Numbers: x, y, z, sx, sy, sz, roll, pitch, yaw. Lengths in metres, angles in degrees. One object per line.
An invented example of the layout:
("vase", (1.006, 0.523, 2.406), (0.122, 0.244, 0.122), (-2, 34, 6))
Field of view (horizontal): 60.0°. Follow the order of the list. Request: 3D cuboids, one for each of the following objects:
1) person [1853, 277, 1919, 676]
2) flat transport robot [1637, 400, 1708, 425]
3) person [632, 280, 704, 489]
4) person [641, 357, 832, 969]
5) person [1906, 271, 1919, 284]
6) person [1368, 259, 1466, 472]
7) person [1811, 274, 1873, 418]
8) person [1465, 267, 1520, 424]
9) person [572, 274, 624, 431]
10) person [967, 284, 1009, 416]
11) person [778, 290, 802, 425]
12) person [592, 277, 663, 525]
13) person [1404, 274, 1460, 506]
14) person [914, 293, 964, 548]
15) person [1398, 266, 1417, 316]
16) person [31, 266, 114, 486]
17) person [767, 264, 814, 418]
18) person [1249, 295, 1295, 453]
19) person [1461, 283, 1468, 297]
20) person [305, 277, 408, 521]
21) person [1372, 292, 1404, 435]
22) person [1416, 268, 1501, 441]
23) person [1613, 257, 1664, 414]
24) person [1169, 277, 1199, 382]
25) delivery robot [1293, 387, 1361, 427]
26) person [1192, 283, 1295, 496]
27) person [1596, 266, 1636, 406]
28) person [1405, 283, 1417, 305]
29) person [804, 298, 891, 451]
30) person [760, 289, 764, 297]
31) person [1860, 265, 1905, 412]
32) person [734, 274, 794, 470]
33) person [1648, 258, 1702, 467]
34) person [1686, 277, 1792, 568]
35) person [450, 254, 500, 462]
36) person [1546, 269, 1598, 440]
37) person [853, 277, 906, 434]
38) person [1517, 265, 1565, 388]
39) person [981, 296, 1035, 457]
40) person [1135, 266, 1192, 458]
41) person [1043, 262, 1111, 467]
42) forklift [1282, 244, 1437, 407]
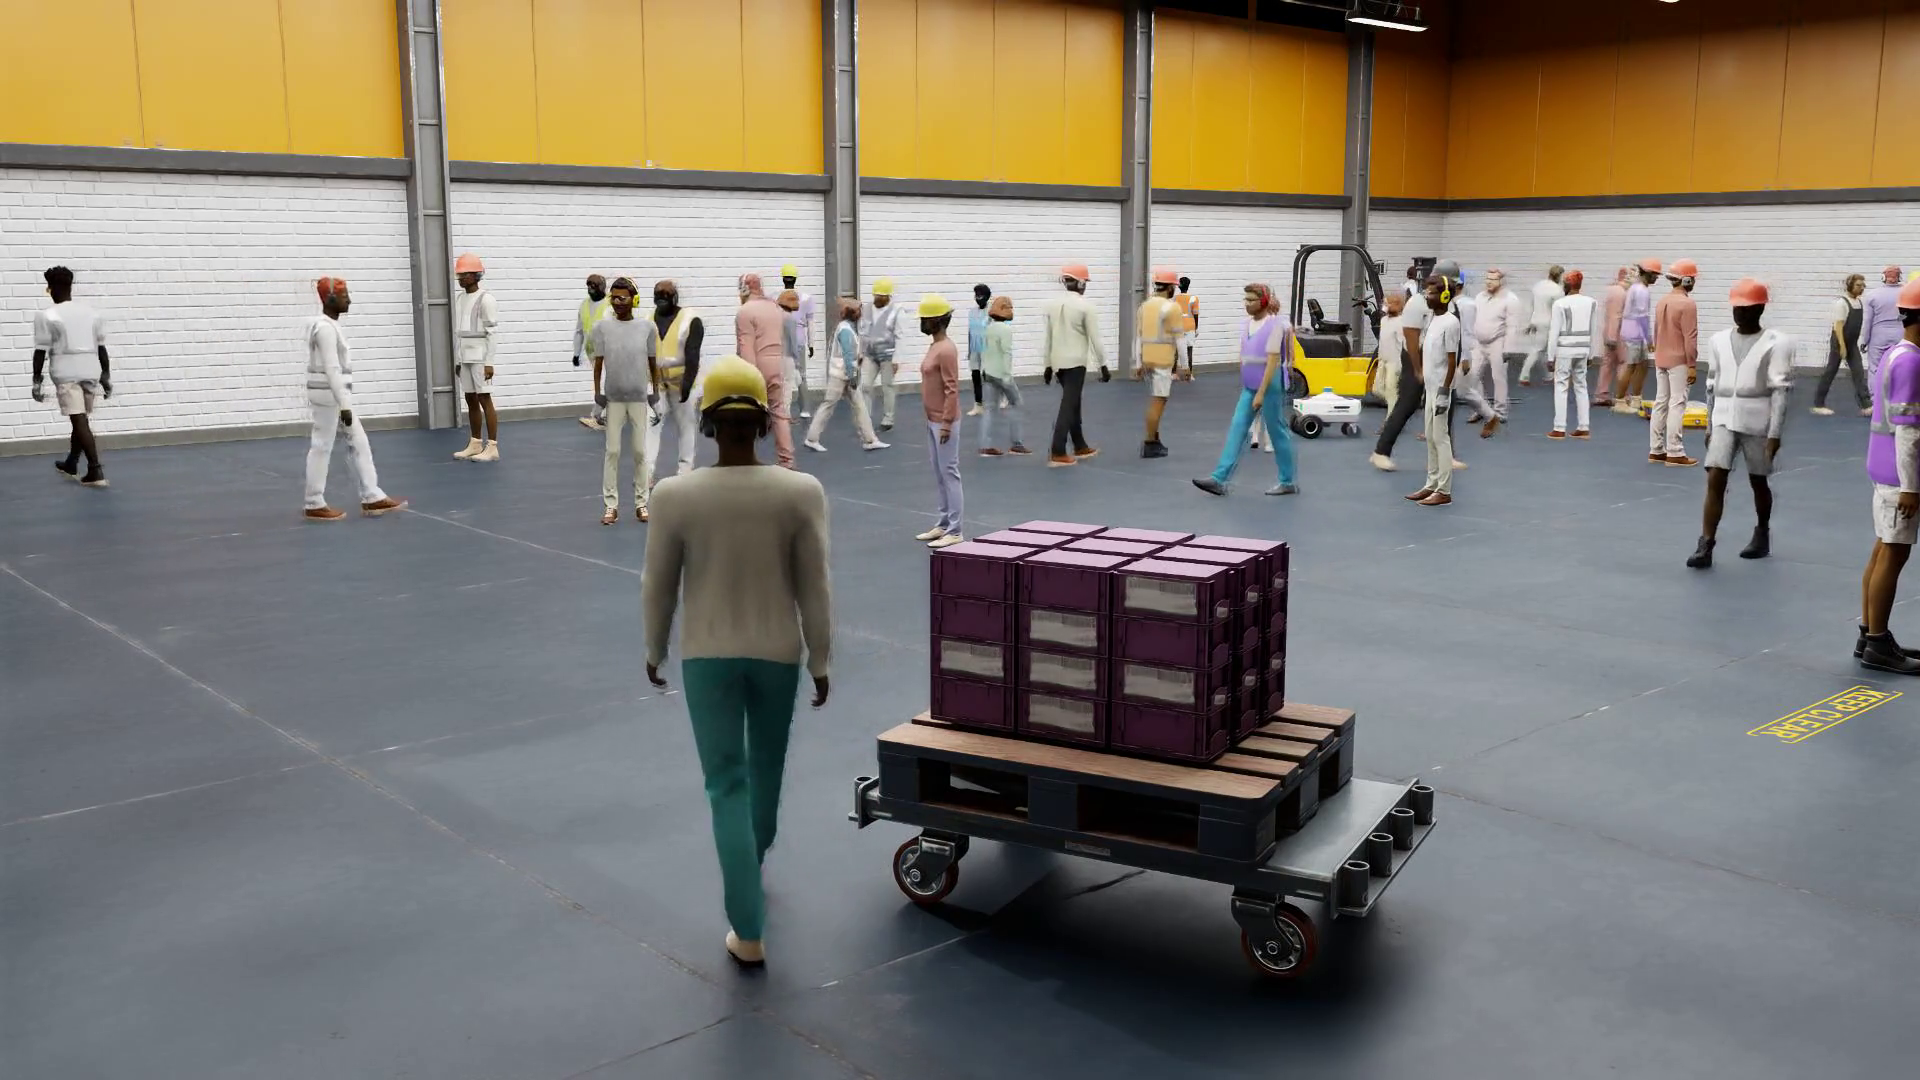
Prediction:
("person", (4.628, -0.319, 8.113), (0.361, 1.935, 0.552), (4, 11, 23))
("flat transport robot", (8.752, -1.550, 20.190), (0.652, 0.197, 1.431), (1, 10, 8))
("person", (-2.550, -1.325, 14.383), (0.627, 1.804, 0.883), (2, 10, 12))
("person", (-0.678, 0.322, 4.973), (0.532, 1.719, 0.910), (-3, 10, -18))
("person", (13.203, -2.822, 23.113), (0.596, 1.825, 0.403), (5, 11, 25))
("person", (4.385, -1.659, 15.650), (0.900, 2.000, 0.631), (-6, 12, -33))
("person", (11.206, -2.433, 20.899), (0.528, 1.792, 0.962), (-5, 11, -28))
("person", (6.364, -2.320, 19.965), (0.591, 1.884, 0.673), (-6, 12, -33))
("person", (-4.208, -2.178, 19.382), (0.655, 1.801, 0.936), (5, 11, 27))
("person", (0.342, -2.404, 21.073), (0.525, 1.686, 0.542), (-9, 13, -42))
("person", (-2.028, -2.190, 19.973), (0.355, 1.618, 0.527), (-4, 10, -22))
("person", (-2.513, -1.044, 12.591), (0.520, 1.859, 0.335), (-2, 10, -12))
("person", (3.869, -1.215, 13.542), (0.329, 1.875, 0.507), (0, 10, -2))
("person", (-0.151, -0.829, 11.602), (0.328, 1.765, 0.527), (-2, 10, -12))
("person", (8.255, -4.075, 30.394), (0.623, 1.840, 0.430), (-2, 10, -12))
("person", (-7.929, -1.446, 14.736), (0.974, 1.916, 0.621), (5, 11, 29))
("person", (-2.116, -2.471, 20.739), (0.593, 1.925, 0.384), (-2, 10, -10))
("person", (3.183, -1.710, 17.182), (0.528, 1.624, 0.484), (3, 10, 17))
("person", (7.304, -3.096, 24.484), (0.552, 1.904, 0.655), (8, 12, 38))
("person", (-4.648, -1.064, 12.703), (0.863, 1.852, 0.613), (-3, 10, -14))
("person", (4.901, -1.993, 18.810), (0.411, 1.620, 0.519), (-2, 10, -14))
("person", (5.494, -2.021, 18.156), (0.868, 1.917, 0.618), (-2, 10, -14))
("person", (8.701, -2.590, 21.168), (0.669, 2.010, 0.629), (3, 10, 16))
("person", (3.607, -3.402, 26.885), (0.531, 1.694, 0.320), (4, 11, 24))
("delivery robot", (4.109, -1.469, 18.608), (0.707, 0.478, 0.477), (0, 10, -2))
("person", (2.455, -1.242, 13.927), (0.972, 1.789, 0.562), (-4, 11, -24))
("person", (8.902, -2.713, 22.267), (0.656, 1.881, 0.664), (3, 10, 17))
("person", (7.161, -3.330, 25.915), (0.632, 1.879, 0.757), (0, 10, -2))
("person", (-1.208, -1.693, 17.175), (0.885, 1.594, 0.542), (1, 10, 7))
("person", (-2.538, -2.354, 20.883), (0.517, 1.645, 0.308), (-1, 10, -6))
("person", (11.914, -2.566, 21.371), (0.640, 1.904, 0.409), (3, 10, 16))
("person", (-1.906, -1.537, 15.501), (0.813, 1.857, 0.665), (5, 11, 29))
("person", (6.926, -1.709, 16.076), (0.375, 1.997, 0.612), (-2, 10, -9))
("person", (5.143, -0.769, 10.905), (0.987, 1.888, 0.562), (-9, 13, -42))
("person", (-4.805, -1.787, 16.400), (0.615, 2.041, 0.377), (8, 13, 40))
("person", (6.748, -2.038, 18.362), (0.582, 1.878, 0.350), (-3, 10, -16))
("person", (-0.940, -2.068, 18.798), (0.662, 1.781, 0.681), (5, 11, 27))
("person", (9.040, -3.264, 25.533), (0.977, 1.876, 0.687), (-3, 10, -15))
("person", (0.488, -1.650, 16.820), (0.655, 1.608, 0.535), (-5, 11, -26))
("person", (2.056, -1.782, 16.746), (0.622, 1.913, 0.551), (-6, 11, -31))
("person", (1.179, -1.703, 16.163), (0.916, 1.957, 0.642), (-7, 12, -37))
("forklift", (5.256, -2.933, 22.661), (2.313, 2.155, 1.214), (3, 10, 16))
